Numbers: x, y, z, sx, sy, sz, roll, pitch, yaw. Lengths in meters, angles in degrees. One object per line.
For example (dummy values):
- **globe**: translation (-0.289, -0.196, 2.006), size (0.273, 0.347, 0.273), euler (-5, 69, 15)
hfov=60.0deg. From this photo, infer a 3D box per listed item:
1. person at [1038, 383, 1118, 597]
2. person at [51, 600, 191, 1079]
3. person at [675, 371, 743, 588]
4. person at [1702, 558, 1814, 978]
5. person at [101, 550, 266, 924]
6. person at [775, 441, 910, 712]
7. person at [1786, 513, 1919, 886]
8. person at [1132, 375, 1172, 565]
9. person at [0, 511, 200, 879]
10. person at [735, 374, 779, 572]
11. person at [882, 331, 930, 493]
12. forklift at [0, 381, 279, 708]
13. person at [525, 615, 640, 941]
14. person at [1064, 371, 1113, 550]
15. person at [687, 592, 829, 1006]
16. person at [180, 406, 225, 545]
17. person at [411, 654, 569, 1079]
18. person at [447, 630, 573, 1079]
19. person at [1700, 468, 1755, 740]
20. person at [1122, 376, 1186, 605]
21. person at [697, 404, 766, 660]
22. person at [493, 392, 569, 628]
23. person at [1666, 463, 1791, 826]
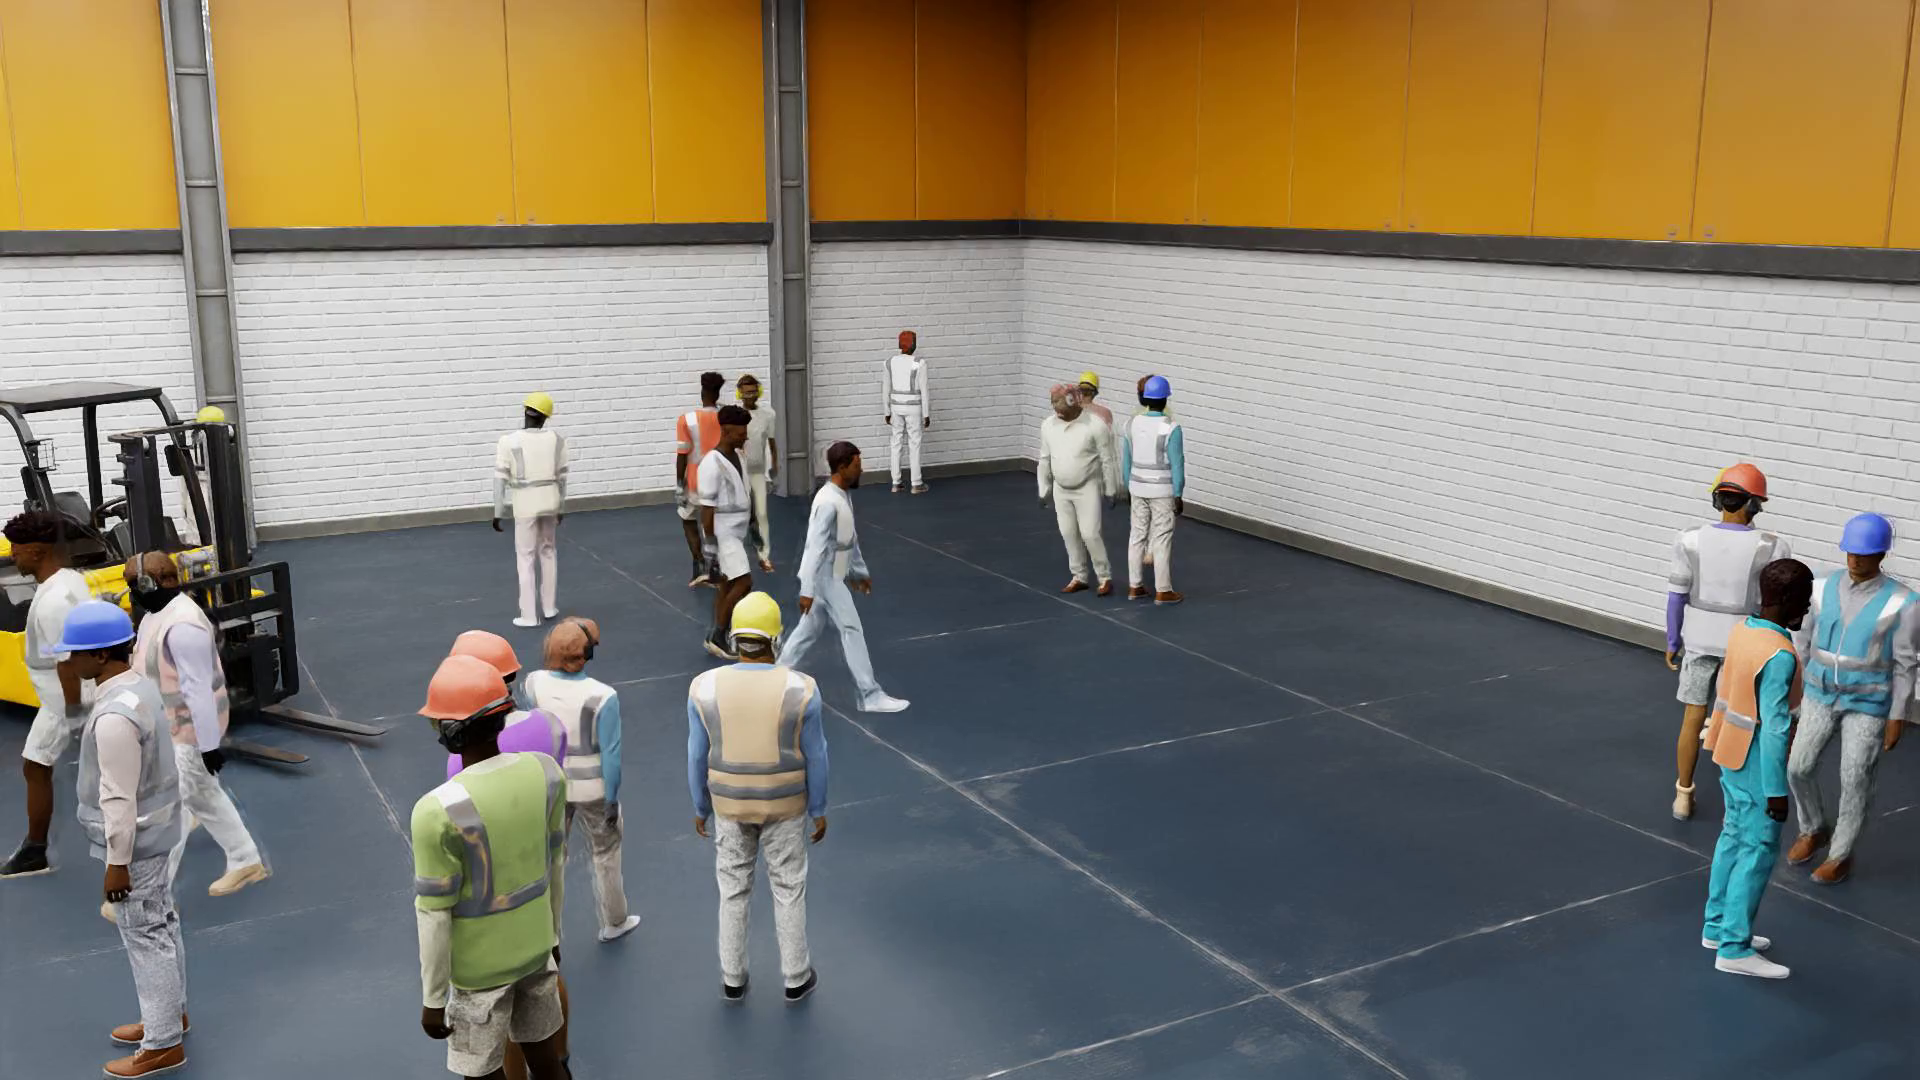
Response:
- **person**: translation (0.998, -0.436, 14.418), size (0.670, 1.867, 0.483), euler (8, 14, 33)
- **person**: translation (-3.326, 1.185, 6.661), size (0.407, 1.940, 0.598), euler (-4, 13, -19)
- **person**: translation (-2.210, -0.517, 14.608), size (0.637, 1.940, 0.431), euler (-6, 13, -26)
- **person**: translation (3.586, 1.015, 7.523), size (0.400, 1.907, 0.600), euler (2, 12, 10)
- **person**: translation (-3.837, 0.942, 8.144), size (0.787, 1.788, 0.693), euler (-8, 14, -33)
- **person**: translation (-0.890, 0.250, 11.242), size (1.022, 1.863, 0.615), euler (0, 12, 1)
- **person**: translation (4.500, 0.807, 8.421), size (0.421, 1.934, 0.625), euler (-9, 15, -37)
- **person**: translation (1.778, -0.679, 15.720), size (0.442, 1.805, 0.777), euler (-1, 12, -5)
- **person**: translation (-4.549, 0.779, 8.633), size (0.974, 1.920, 0.615), euler (-3, 12, -13)
- **person**: translation (-1.936, -0.597, 15.225), size (0.540, 1.853, 0.380), euler (-3, 12, -14)
- **person**: translation (-0.615, -1.483, 19.281), size (0.582, 1.882, 0.338), euler (6, 13, 25)
- **forklift**: translation (-5.853, 0.085, 11.199), size (2.313, 2.155, 1.214), euler (7, 14, 28)
- **person**: translation (-1.780, 1.146, 7.589), size (0.518, 1.616, 0.738), euler (4, 13, 19)
- **person**: translation (1.233, -0.769, 16.249), size (0.533, 1.754, 0.342), euler (3, 12, 15)
- **person**: translation (-0.861, 1.125, 7.189), size (0.600, 1.827, 0.404), euler (1, 12, 3)
- **person**: translation (-6.308, -0.264, 13.953), size (0.540, 1.717, 0.396), euler (5, 13, 21)
- **person**: translation (-1.571, 1.374, 5.554), size (0.418, 2.034, 0.604), euler (7, 14, 29)
- **person**: translation (-1.716, 1.274, 6.273), size (0.390, 1.925, 0.554), euler (7, 14, 29)
- **person**: translation (4.898, 0.413, 10.673), size (0.329, 1.767, 0.528), euler (10, 16, 40)
- **person**: translation (1.657, -0.422, 14.158), size (0.616, 1.948, 0.393), euler (11, 16, 41)
- **person**: translation (-1.699, -0.055, 12.472), size (0.482, 1.936, 0.605), euler (2, 12, 11)
- **person**: translation (-3.438, -0.242, 13.486), size (0.645, 1.883, 0.441), euler (-10, 16, -40)
- **person**: translation (4.249, 0.583, 9.253), size (0.610, 2.031, 0.407), euler (9, 15, 35)
